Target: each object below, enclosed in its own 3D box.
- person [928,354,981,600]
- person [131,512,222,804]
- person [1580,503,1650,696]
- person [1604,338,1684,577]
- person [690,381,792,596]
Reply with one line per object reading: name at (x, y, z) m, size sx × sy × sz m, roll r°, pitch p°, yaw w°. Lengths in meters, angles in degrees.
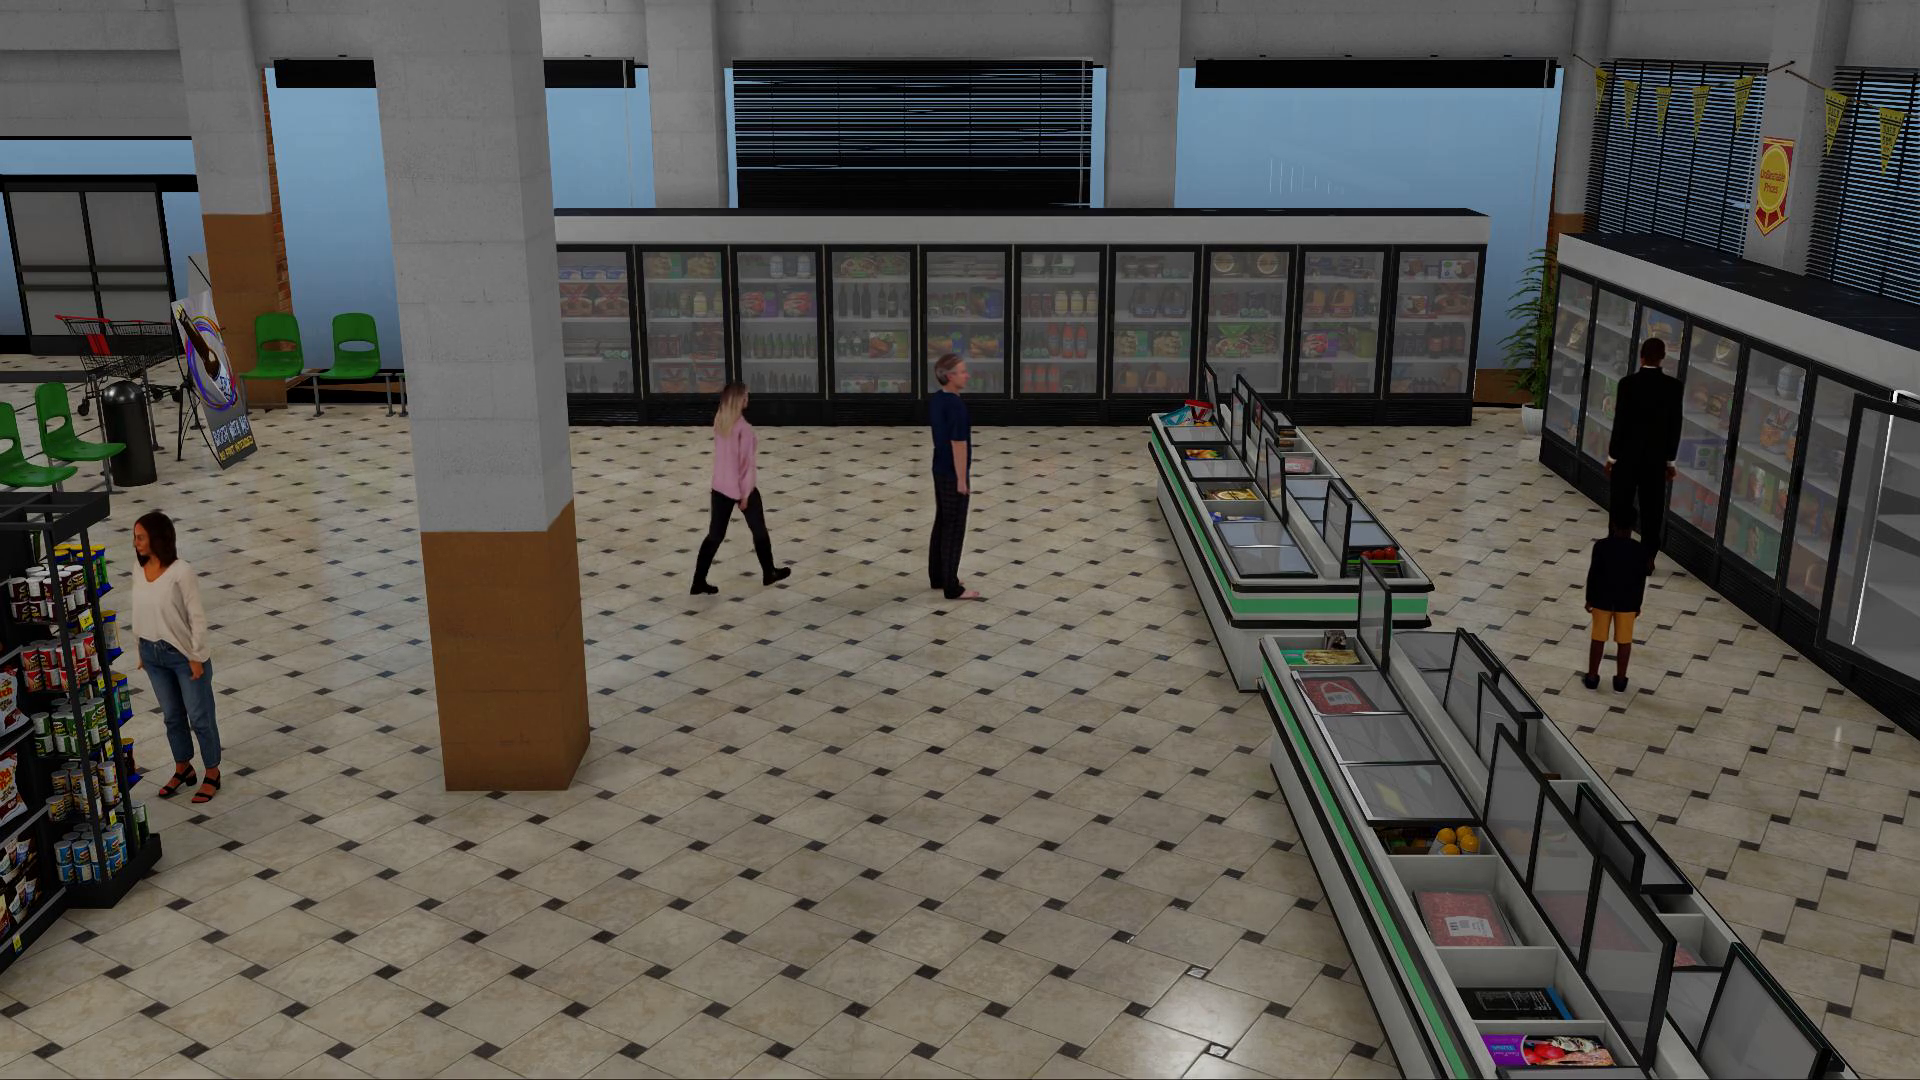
person at (-0.067, -0.491, 12.698) m, size 0.788 × 1.868 × 0.607 m, roll -6°, pitch 18°, yaw -18°
person at (-4.375, 0.642, 9.290) m, size 0.693 × 1.680 × 0.665 m, roll 7°, pitch 18°, yaw 20°
person at (4.279, 0.378, 10.865) m, size 0.566 × 1.268 × 0.594 m, roll 5°, pitch 18°, yaw 15°
person at (5.401, -0.661, 13.194) m, size 0.729 × 1.904 × 0.655 m, roll 2°, pitch 17°, yaw 8°
person at (-1.791, -0.351, 12.618) m, size 1.067 × 1.645 × 1.165 m, roll 15°, pitch 22°, yaw 40°
